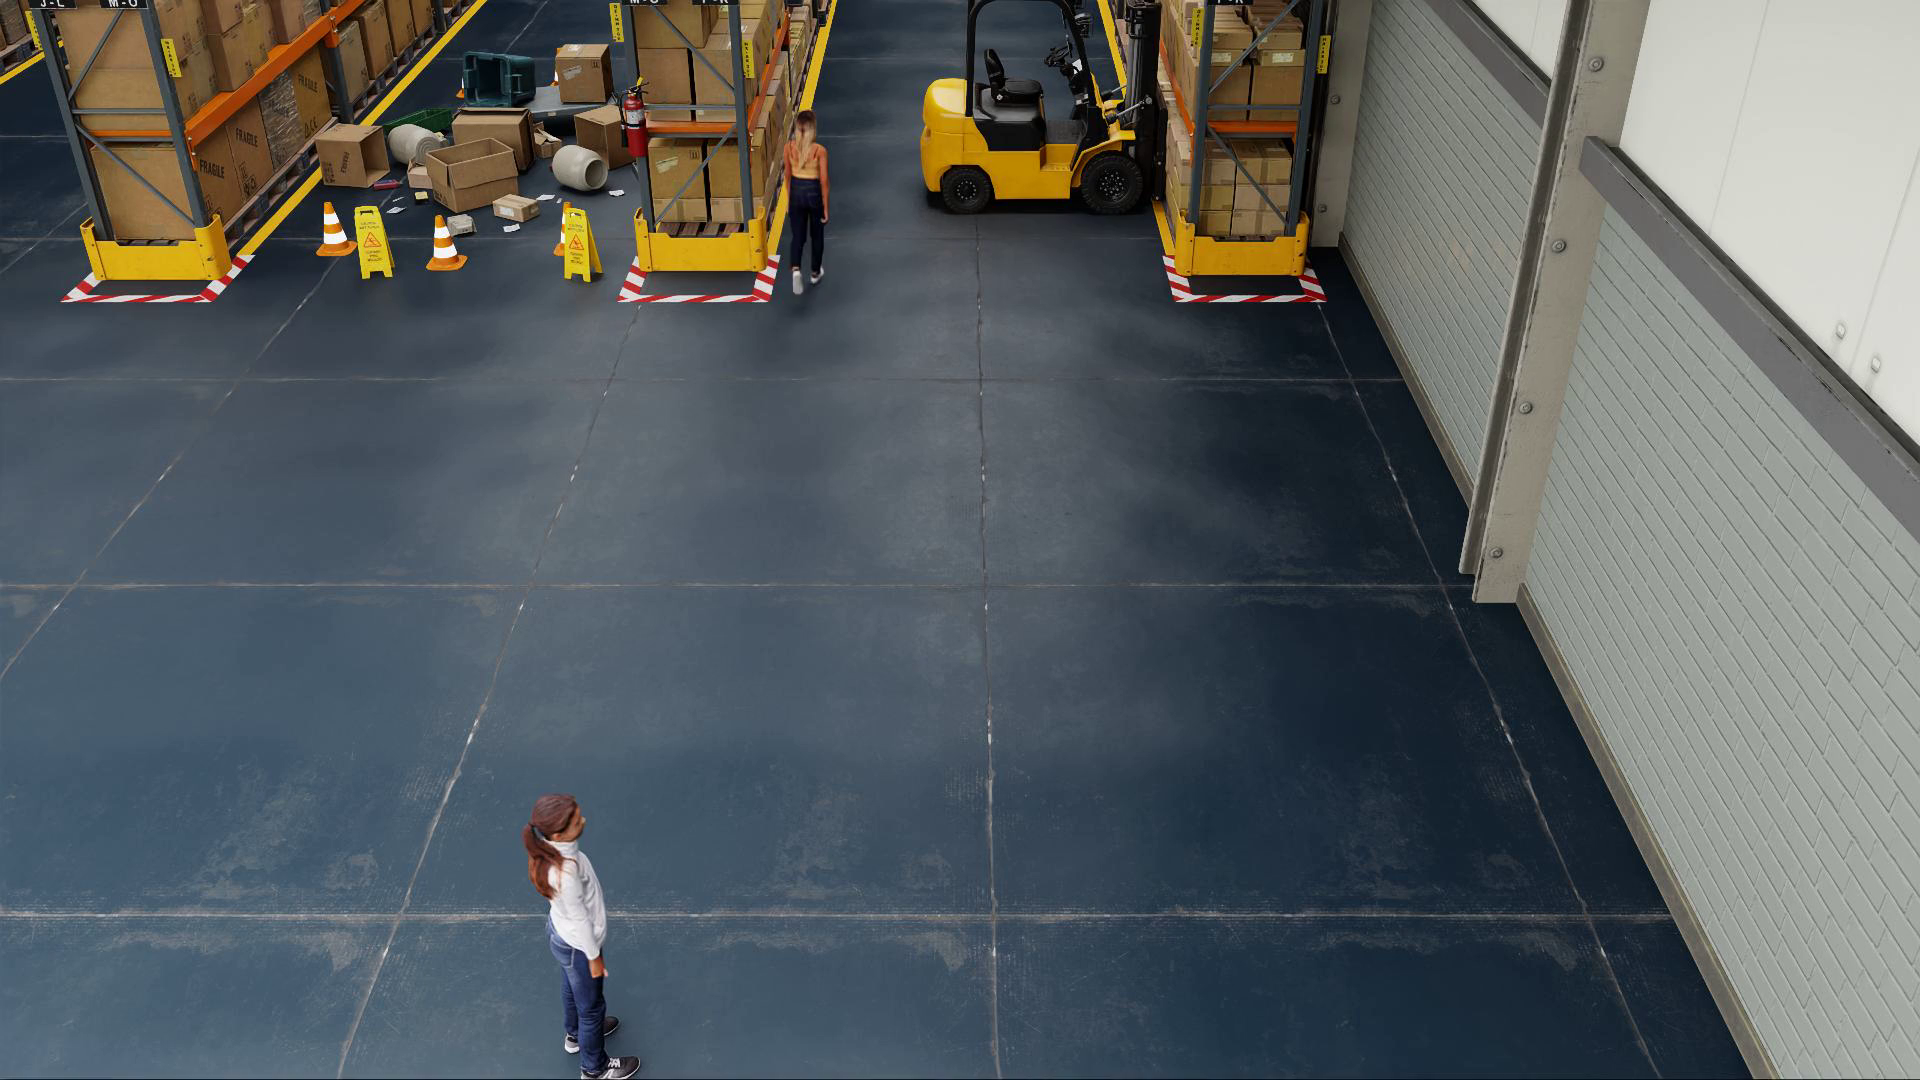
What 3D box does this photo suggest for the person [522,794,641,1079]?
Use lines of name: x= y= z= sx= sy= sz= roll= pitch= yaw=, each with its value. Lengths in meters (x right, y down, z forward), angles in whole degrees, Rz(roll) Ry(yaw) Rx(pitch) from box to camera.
person: x=-1.675 y=1.714 z=7.227 sx=0.676 sy=1.559 sz=0.588 roll=-16 pitch=36 yaw=-24

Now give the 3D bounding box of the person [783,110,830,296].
person: x=-1.358 y=-2.918 z=14.521 sx=0.693 sy=1.611 sz=1.050 roll=6 pitch=33 yaw=10
